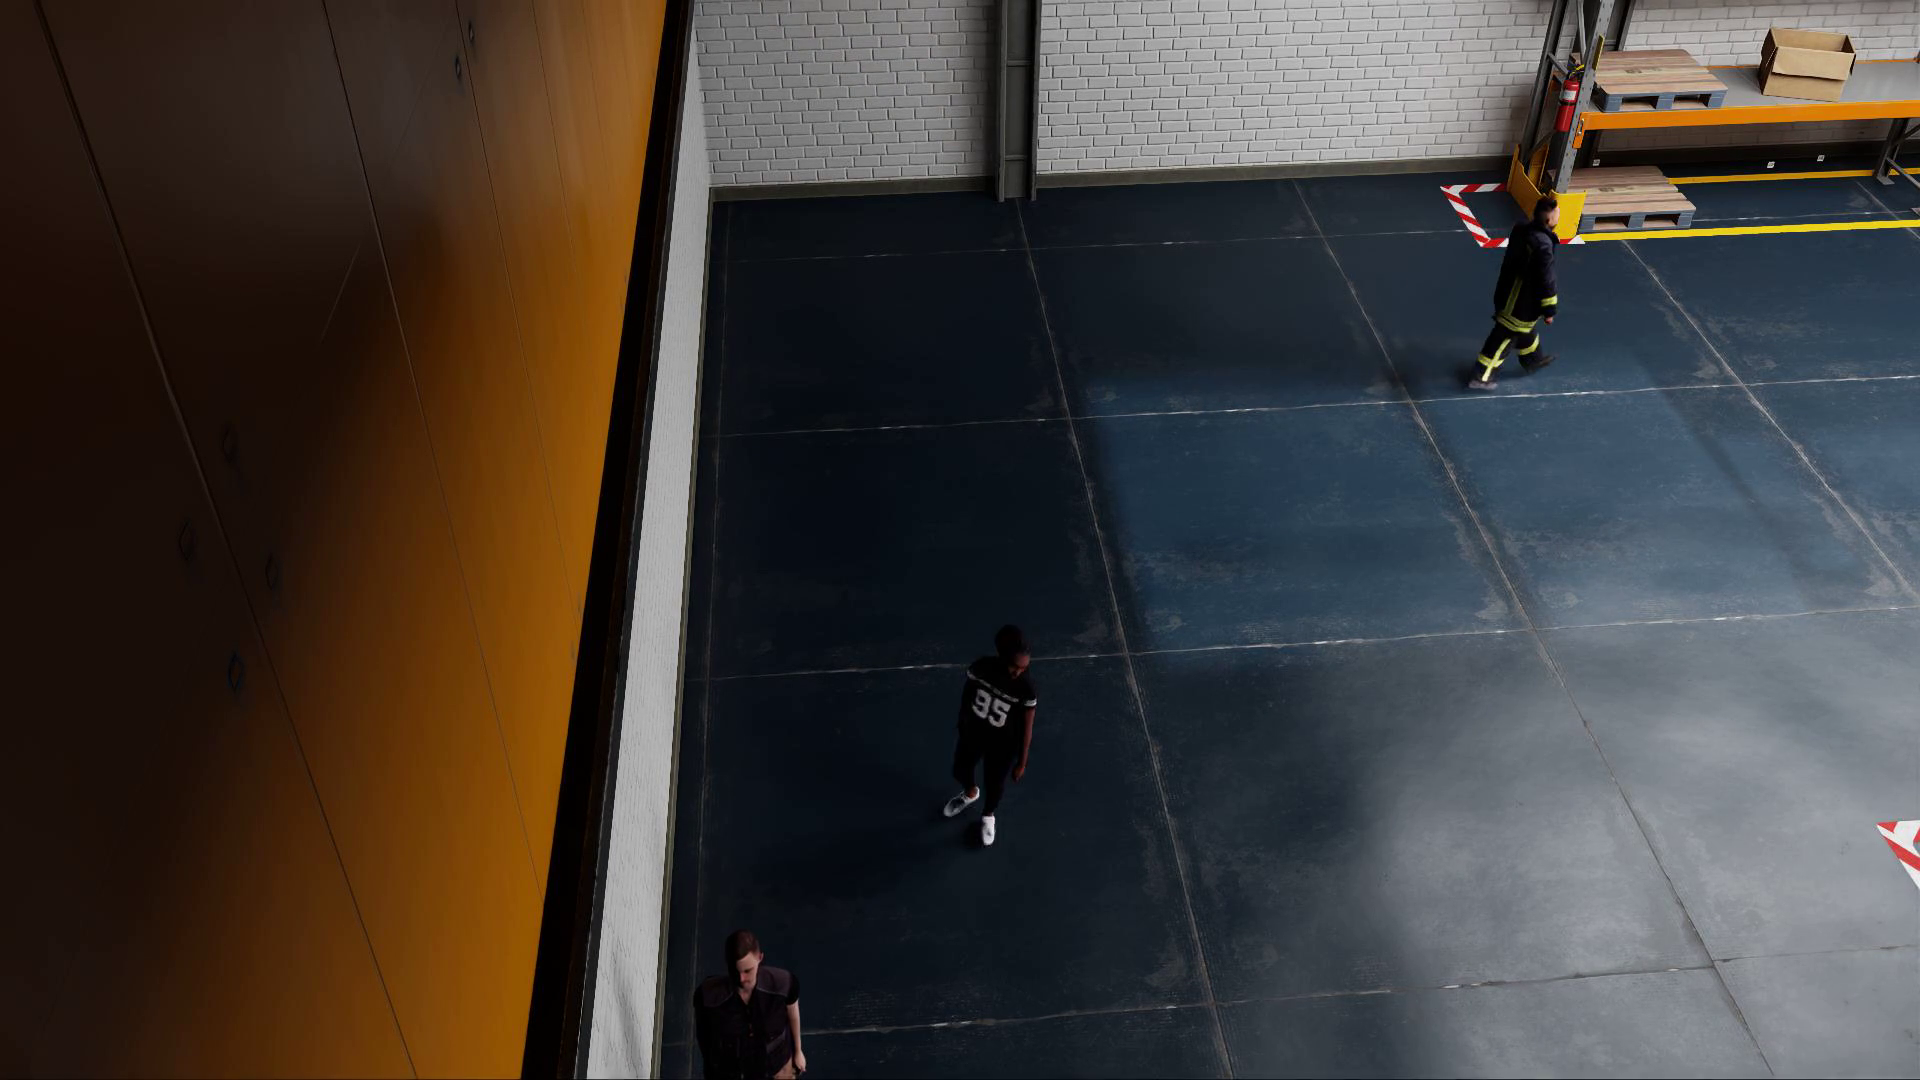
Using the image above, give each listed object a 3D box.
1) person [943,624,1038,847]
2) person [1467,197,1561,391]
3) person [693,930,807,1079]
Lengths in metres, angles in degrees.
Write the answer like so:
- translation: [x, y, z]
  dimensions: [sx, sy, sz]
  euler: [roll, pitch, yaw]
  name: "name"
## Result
- translation: [0.184, 1.189, 10.118]
  dimensions: [0.765, 1.706, 0.903]
  euler: [28, 46, 30]
  name: "person"
- translation: [4.680, -2.073, 14.099]
  dimensions: [1.091, 1.835, 0.788]
  euler: [-5, 39, -7]
  name: "person"
- translation: [-1.036, 2.558, 8.296]
  dimensions: [0.539, 1.841, 0.753]
  euler: [-6, 39, -8]
  name: "person"
